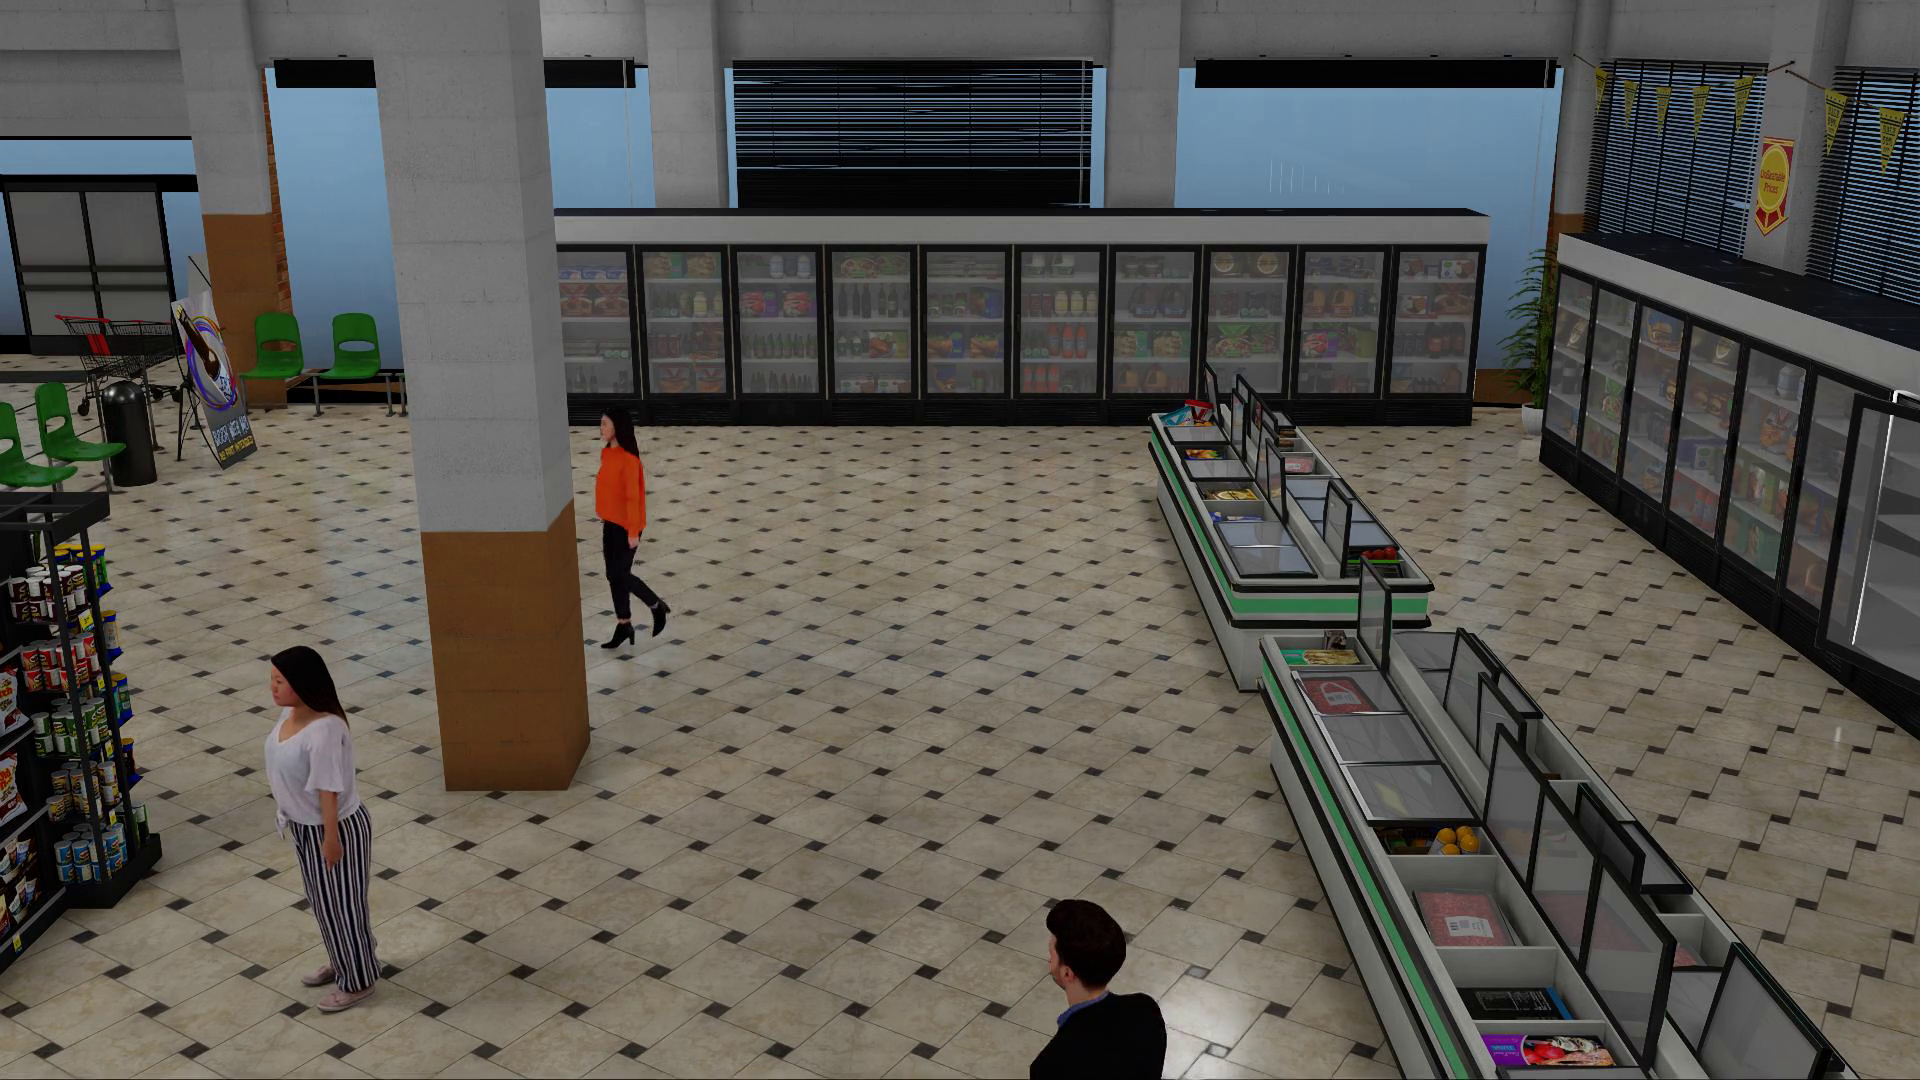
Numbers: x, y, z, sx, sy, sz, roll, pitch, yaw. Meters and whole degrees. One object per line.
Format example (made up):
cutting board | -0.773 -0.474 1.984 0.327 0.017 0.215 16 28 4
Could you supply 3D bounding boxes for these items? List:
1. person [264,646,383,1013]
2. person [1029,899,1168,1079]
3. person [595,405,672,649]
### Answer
person | -2.792 1.239 7.323 0.846 1.679 0.754 -11 20 -33
person | 0.485 1.942 4.720 1.178 1.847 1.321 -13 21 -37
person | -2.277 -0.084 11.581 0.875 1.737 0.825 -12 21 -34
